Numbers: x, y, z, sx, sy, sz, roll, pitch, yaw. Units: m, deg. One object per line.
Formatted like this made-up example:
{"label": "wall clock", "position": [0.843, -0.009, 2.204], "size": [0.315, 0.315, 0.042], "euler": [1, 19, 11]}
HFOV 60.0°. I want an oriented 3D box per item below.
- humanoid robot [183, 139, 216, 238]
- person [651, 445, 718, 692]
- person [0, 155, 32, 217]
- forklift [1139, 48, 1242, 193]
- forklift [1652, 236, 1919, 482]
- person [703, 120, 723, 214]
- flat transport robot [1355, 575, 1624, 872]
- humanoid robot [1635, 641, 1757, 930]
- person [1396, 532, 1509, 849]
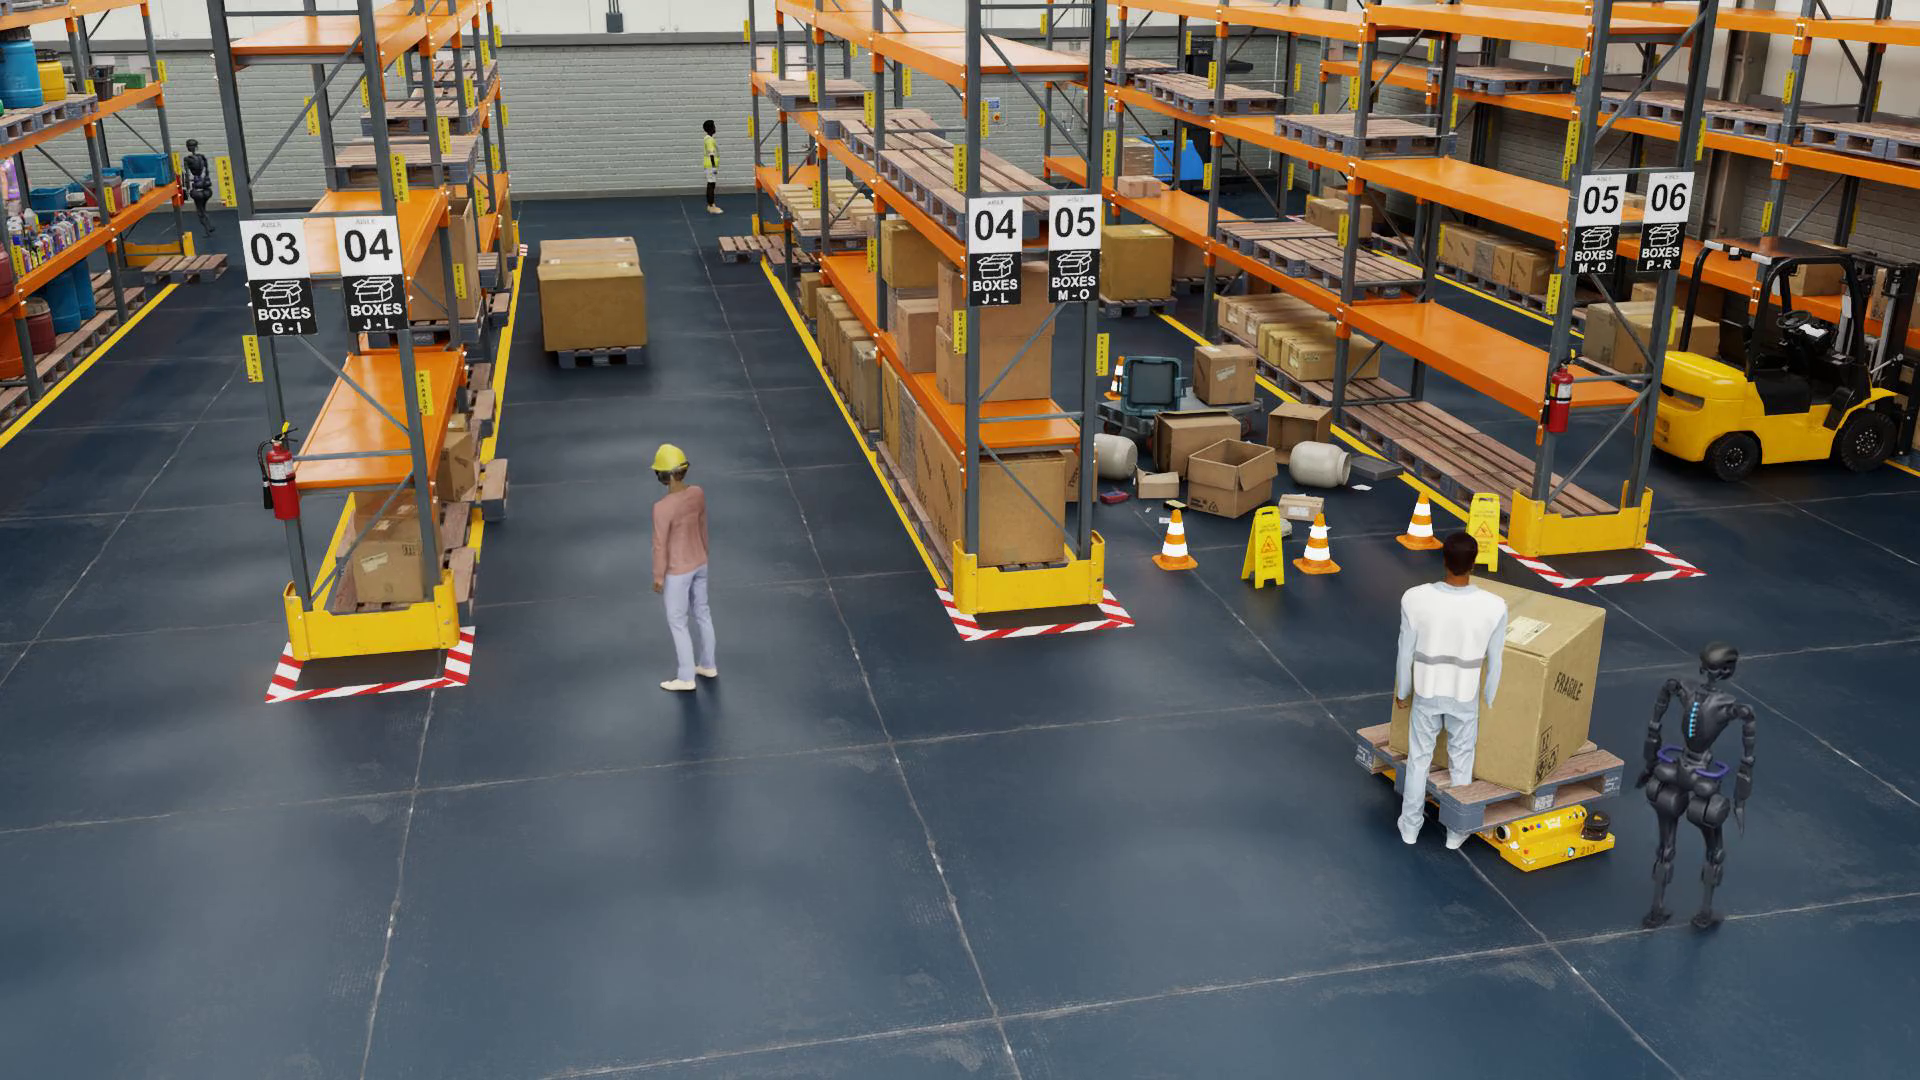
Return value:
{"label": "humanoid robot", "position": [-12.950, -5.978, 28.283], "size": [0.364, 1.649, 0.600], "euler": [7, 21, 18]}
{"label": "person", "position": [-1.946, 0.191, 11.554], "size": [0.347, 1.760, 0.527], "euler": [11, 23, 27]}
{"label": "person", "position": [-15.367, -5.568, 27.159], "size": [0.345, 1.688, 0.489], "euler": [11, 23, 26]}
{"label": "forklift", "position": [4.566, -8.313, 32.860], "size": [1.873, 2.768, 1.129], "euler": [-4, 21, -12]}
{"label": "forklift", "position": [8.013, -1.814, 16.330], "size": [2.313, 2.155, 1.214], "euler": [-4, 21, -12]}
{"label": "person", "position": [-4.583, -6.896, 30.714], "size": [0.318, 1.699, 0.534], "euler": [-5, 21, -14]}
{"label": "flat transport robot", "position": [3.179, 1.533, 10.075], "size": [0.659, 0.231, 1.431], "euler": [-9, 22, -23]}
{"label": "humanoid robot", "position": [3.871, 1.272, 8.755], "size": [0.439, 1.654, 0.607], "euler": [-17, 26, -39]}
{"label": "person", "position": [2.777, 0.868, 9.495], "size": [0.591, 1.922, 0.392], "euler": [6, 21, 16]}
